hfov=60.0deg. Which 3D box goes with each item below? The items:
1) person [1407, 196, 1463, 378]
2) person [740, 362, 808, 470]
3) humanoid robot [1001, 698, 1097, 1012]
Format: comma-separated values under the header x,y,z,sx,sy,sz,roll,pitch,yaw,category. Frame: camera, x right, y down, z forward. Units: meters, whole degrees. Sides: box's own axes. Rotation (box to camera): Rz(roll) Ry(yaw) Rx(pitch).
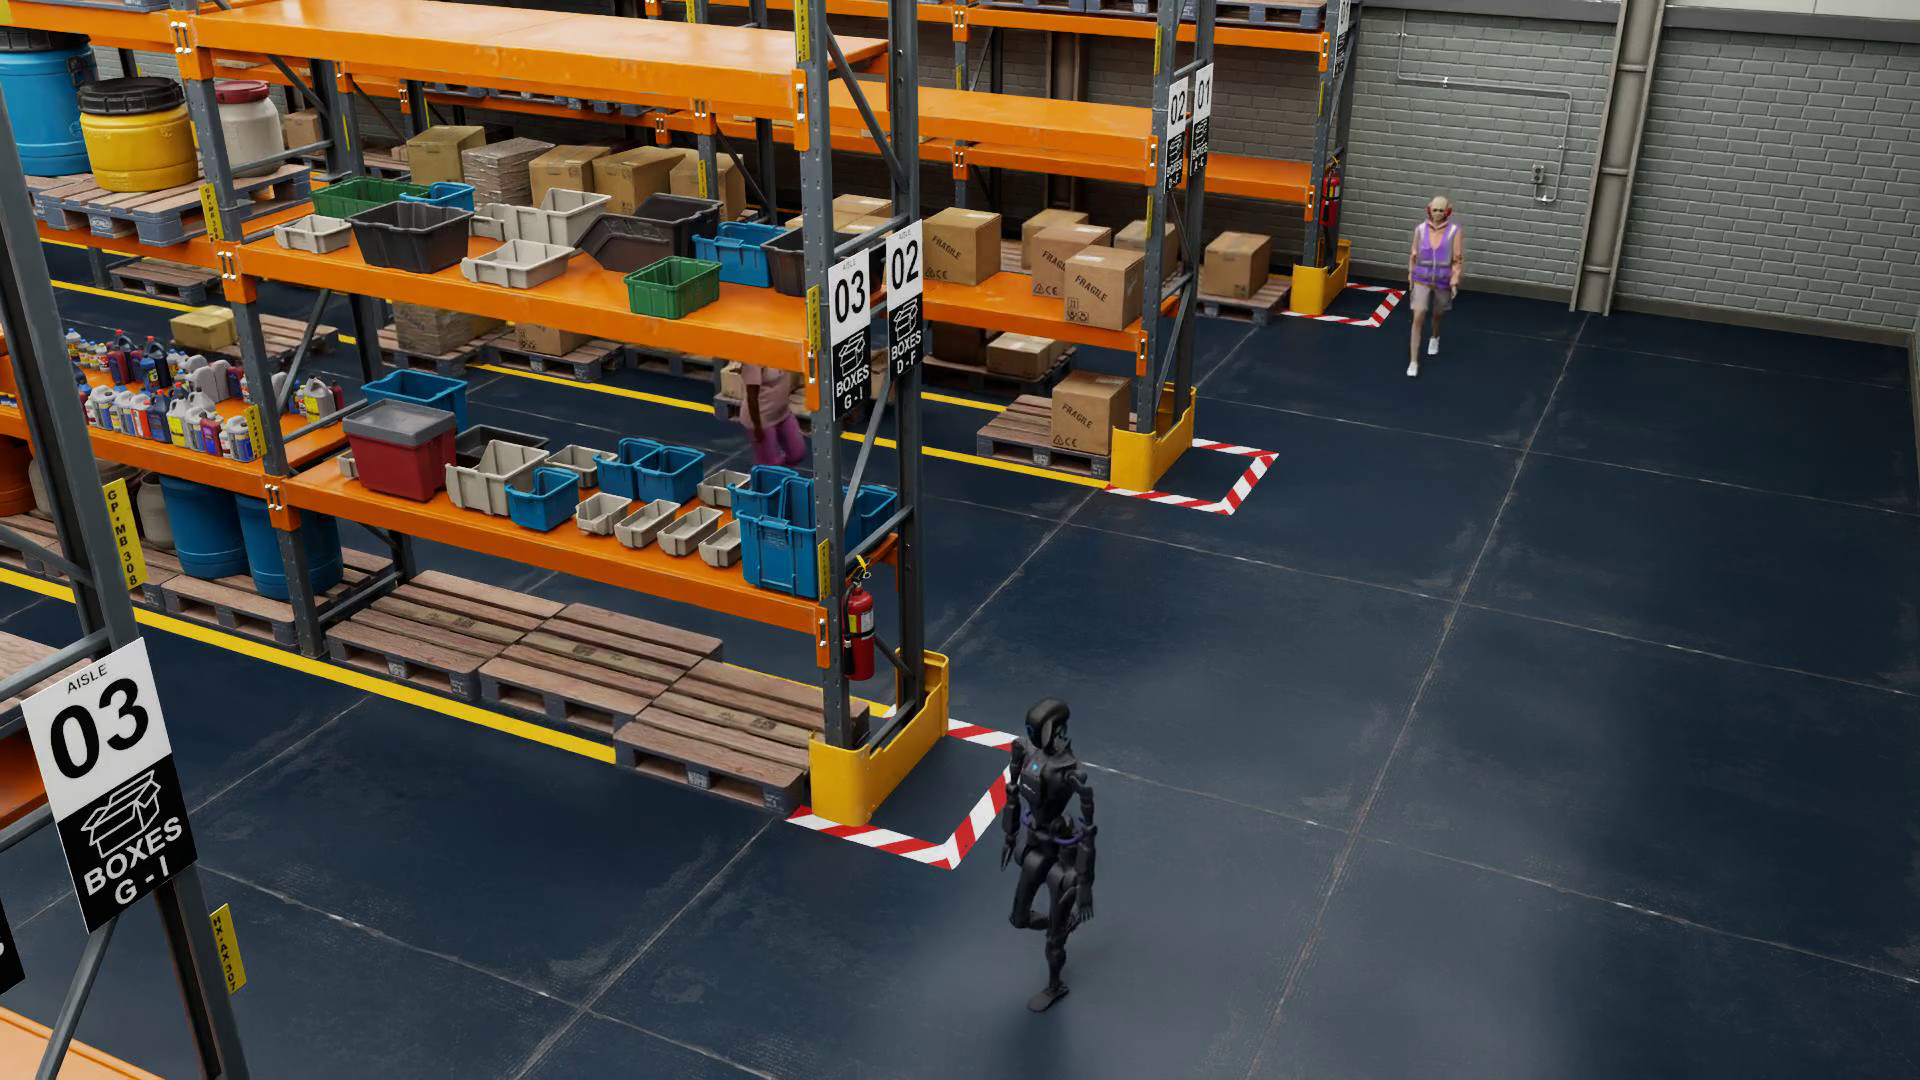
x,y,z,sx,sy,sz,roll,pitch,yaw,category
4.469,-2.441,15.682,0.483,1.650,0.898,8,27,16,person
-1.402,-0.907,12.426,0.416,1.784,0.548,12,29,22,person
0.483,1.450,7.789,0.467,1.646,0.598,-22,34,-38,humanoid robot
